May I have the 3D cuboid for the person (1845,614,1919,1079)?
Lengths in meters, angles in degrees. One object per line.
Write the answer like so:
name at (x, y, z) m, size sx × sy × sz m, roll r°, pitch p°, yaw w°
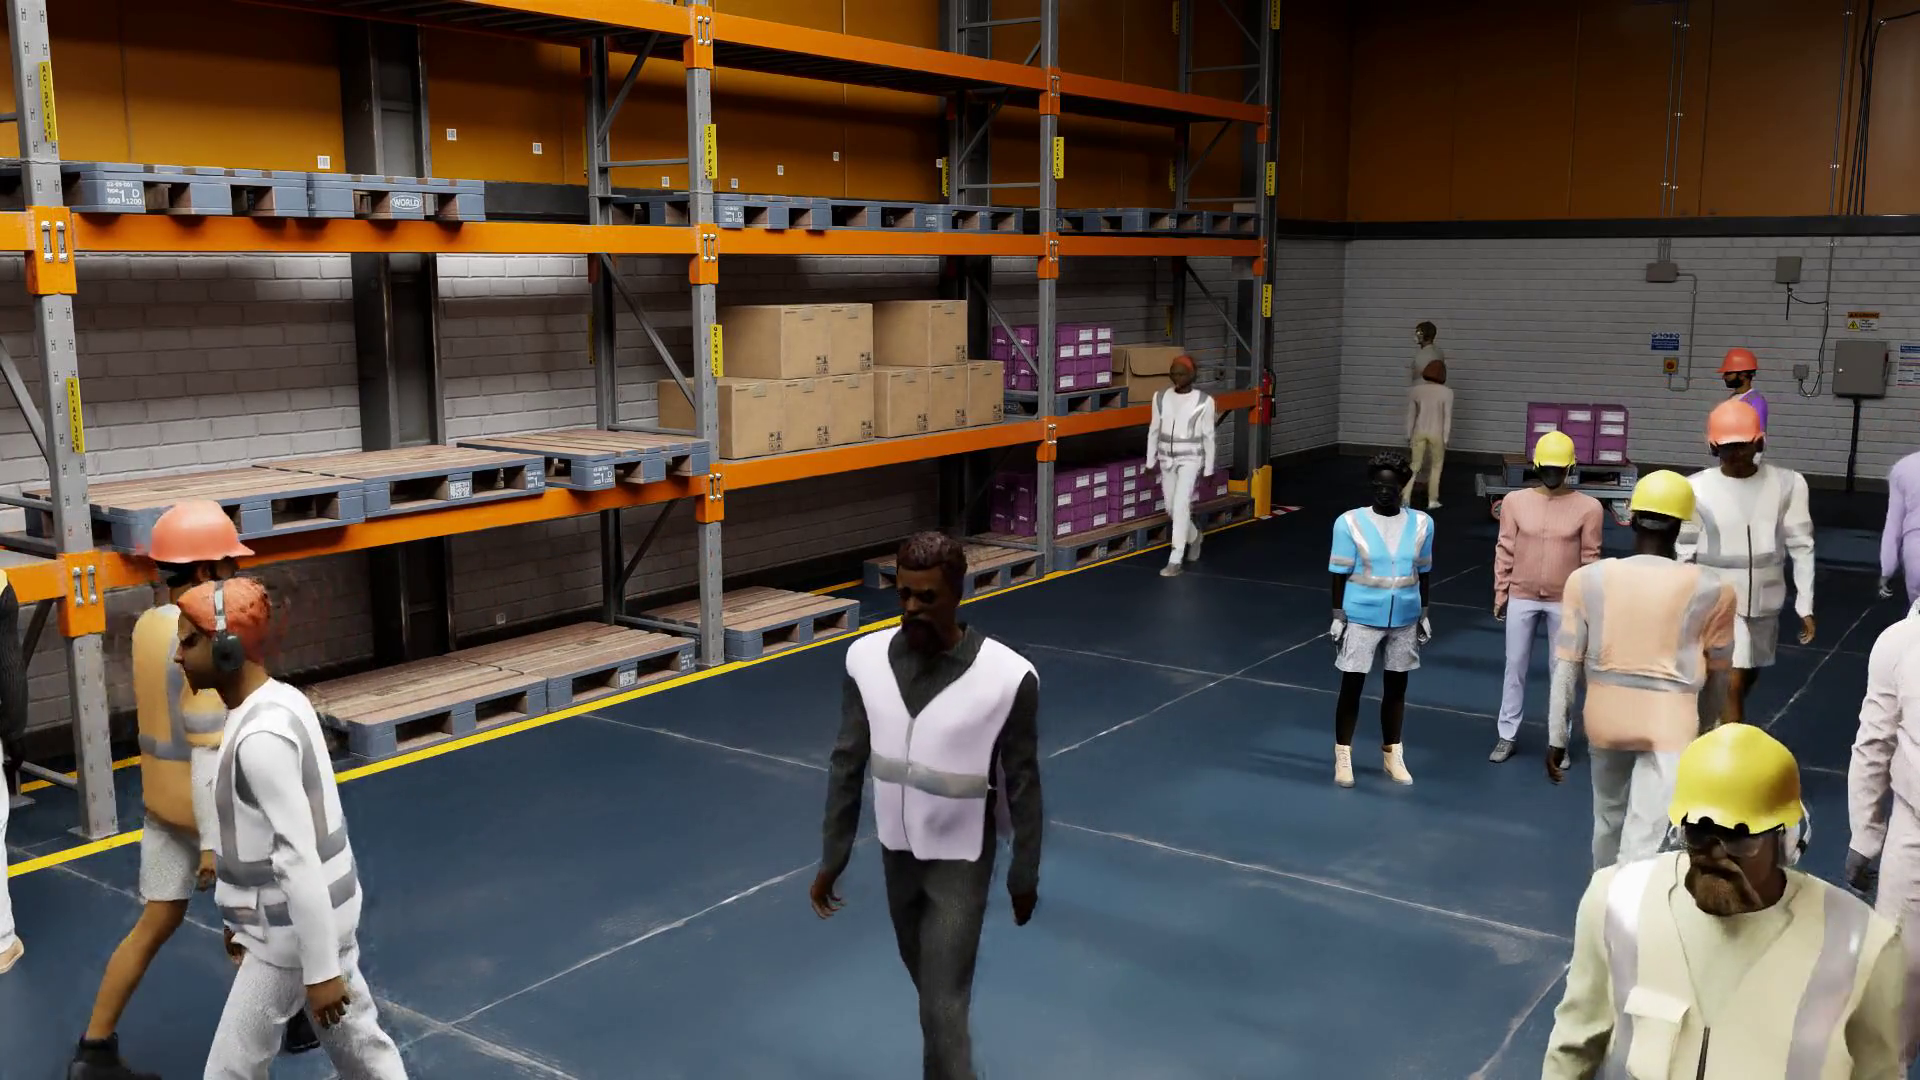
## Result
person at (2.871, 0.893, 4.721) m, size 0.652 × 1.906 × 0.403 m, roll 6°, pitch 11°, yaw 33°

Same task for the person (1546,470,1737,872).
person at (2.506, 0.677, 6.127) m, size 0.583 × 1.863 × 1.032 m, roll 6°, pitch 11°, yaw 32°

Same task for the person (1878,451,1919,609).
person at (5.482, 0.161, 9.229) m, size 0.994 × 1.864 × 0.664 m, roll -9°, pitch 13°, yaw -42°

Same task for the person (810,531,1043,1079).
person at (-0.128, 0.919, 4.628) m, size 0.598 × 1.889 × 0.826 m, roll 6°, pitch 11°, yaw 32°

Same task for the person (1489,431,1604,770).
person at (3.029, 0.311, 8.615) m, size 0.523 × 1.764 × 0.323 m, roll 4°, pitch 10°, yaw 24°

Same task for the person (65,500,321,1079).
person at (-2.423, 0.813, 5.250) m, size 0.556 × 1.896 × 0.970 m, roll 8°, pitch 13°, yaw 41°

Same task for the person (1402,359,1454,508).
person at (4.911, -1.095, 17.485) m, size 0.514 × 1.608 × 0.701 m, roll 7°, pitch 12°, yaw 36°

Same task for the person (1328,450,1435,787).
person at (2.100, 0.394, 8.306) m, size 0.540 × 1.699 × 0.317 m, roll -1°, pitch 10°, yaw -5°

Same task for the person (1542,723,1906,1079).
person at (1.464, 1.204, 3.252) m, size 0.610 × 1.784 × 0.935 m, roll 8°, pitch 12°, yaw 38°

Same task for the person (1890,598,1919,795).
person at (3.626, 0.757, 5.859) m, size 0.619 × 1.805 × 0.715 m, roll 6°, pitch 11°, yaw 32°

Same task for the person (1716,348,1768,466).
person at (6.213, -0.566, 13.326) m, size 0.373 × 1.933 × 0.549 m, roll 1°, pitch 10°, yaw 3°

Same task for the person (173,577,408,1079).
person at (-1.818, 1.006, 4.268) m, size 0.963 × 1.833 × 0.611 m, roll -3°, pitch 10°, yaw -18°

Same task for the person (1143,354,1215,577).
person at (1.907, -0.654, 14.107) m, size 0.577 × 1.855 × 0.851 m, roll 7°, pitch 12°, yaw 36°

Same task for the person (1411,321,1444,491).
person at (5.328, -1.538, 19.099) m, size 0.358 × 1.939 × 0.636 m, roll 6°, pitch 12°, yaw 34°

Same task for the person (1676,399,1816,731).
person at (3.802, 0.275, 8.191) m, size 0.624 × 1.985 × 1.070 m, roll 1°, pitch 10°, yaw 8°

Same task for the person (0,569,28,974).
person at (-3.735, 0.707, 6.062) m, size 0.619 × 1.836 × 0.430 m, roll -5°, pitch 11°, yaw -26°
